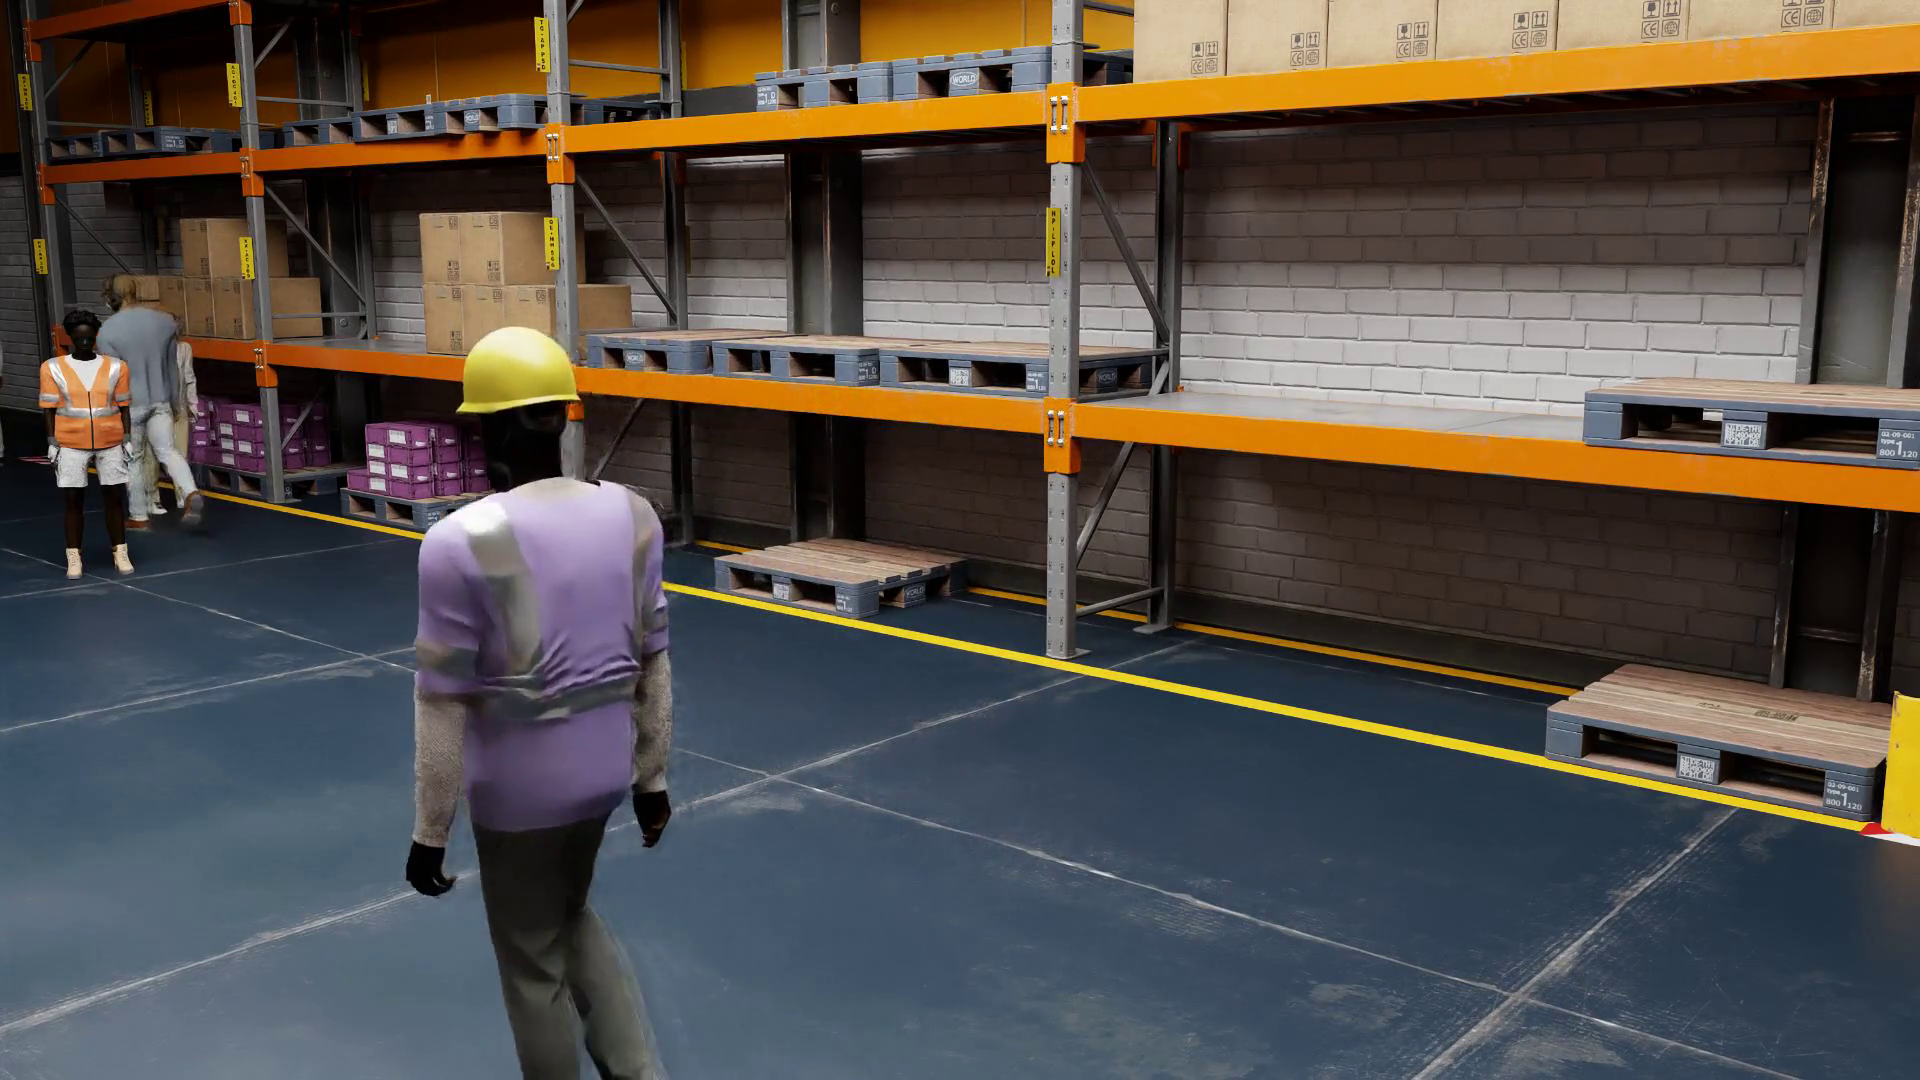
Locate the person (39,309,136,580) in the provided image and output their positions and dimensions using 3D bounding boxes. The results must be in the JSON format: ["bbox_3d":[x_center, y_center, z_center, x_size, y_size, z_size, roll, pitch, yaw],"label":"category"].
[{"bbox_3d":[-5.491,-0.604,10.503,0.532,1.696,0.318,-7,12,-34],"label":"person"}]

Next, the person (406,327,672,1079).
[{"bbox_3d":[-0.904,0.510,3.552,0.413,1.915,0.590,6,12,31],"label":"person"}]

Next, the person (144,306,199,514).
[{"bbox_3d":[-6.225,-1.018,13.066,0.284,1.628,0.502,7,12,33],"label":"person"}]

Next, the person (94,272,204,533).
[{"bbox_3d":[-5.840,-0.966,11.971,0.860,1.912,0.646,6,12,32],"label":"person"}]

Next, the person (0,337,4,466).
[{"bbox_3d":[-9.342,-1.578,15.681,0.587,1.826,0.404,-10,14,-44],"label":"person"}]
